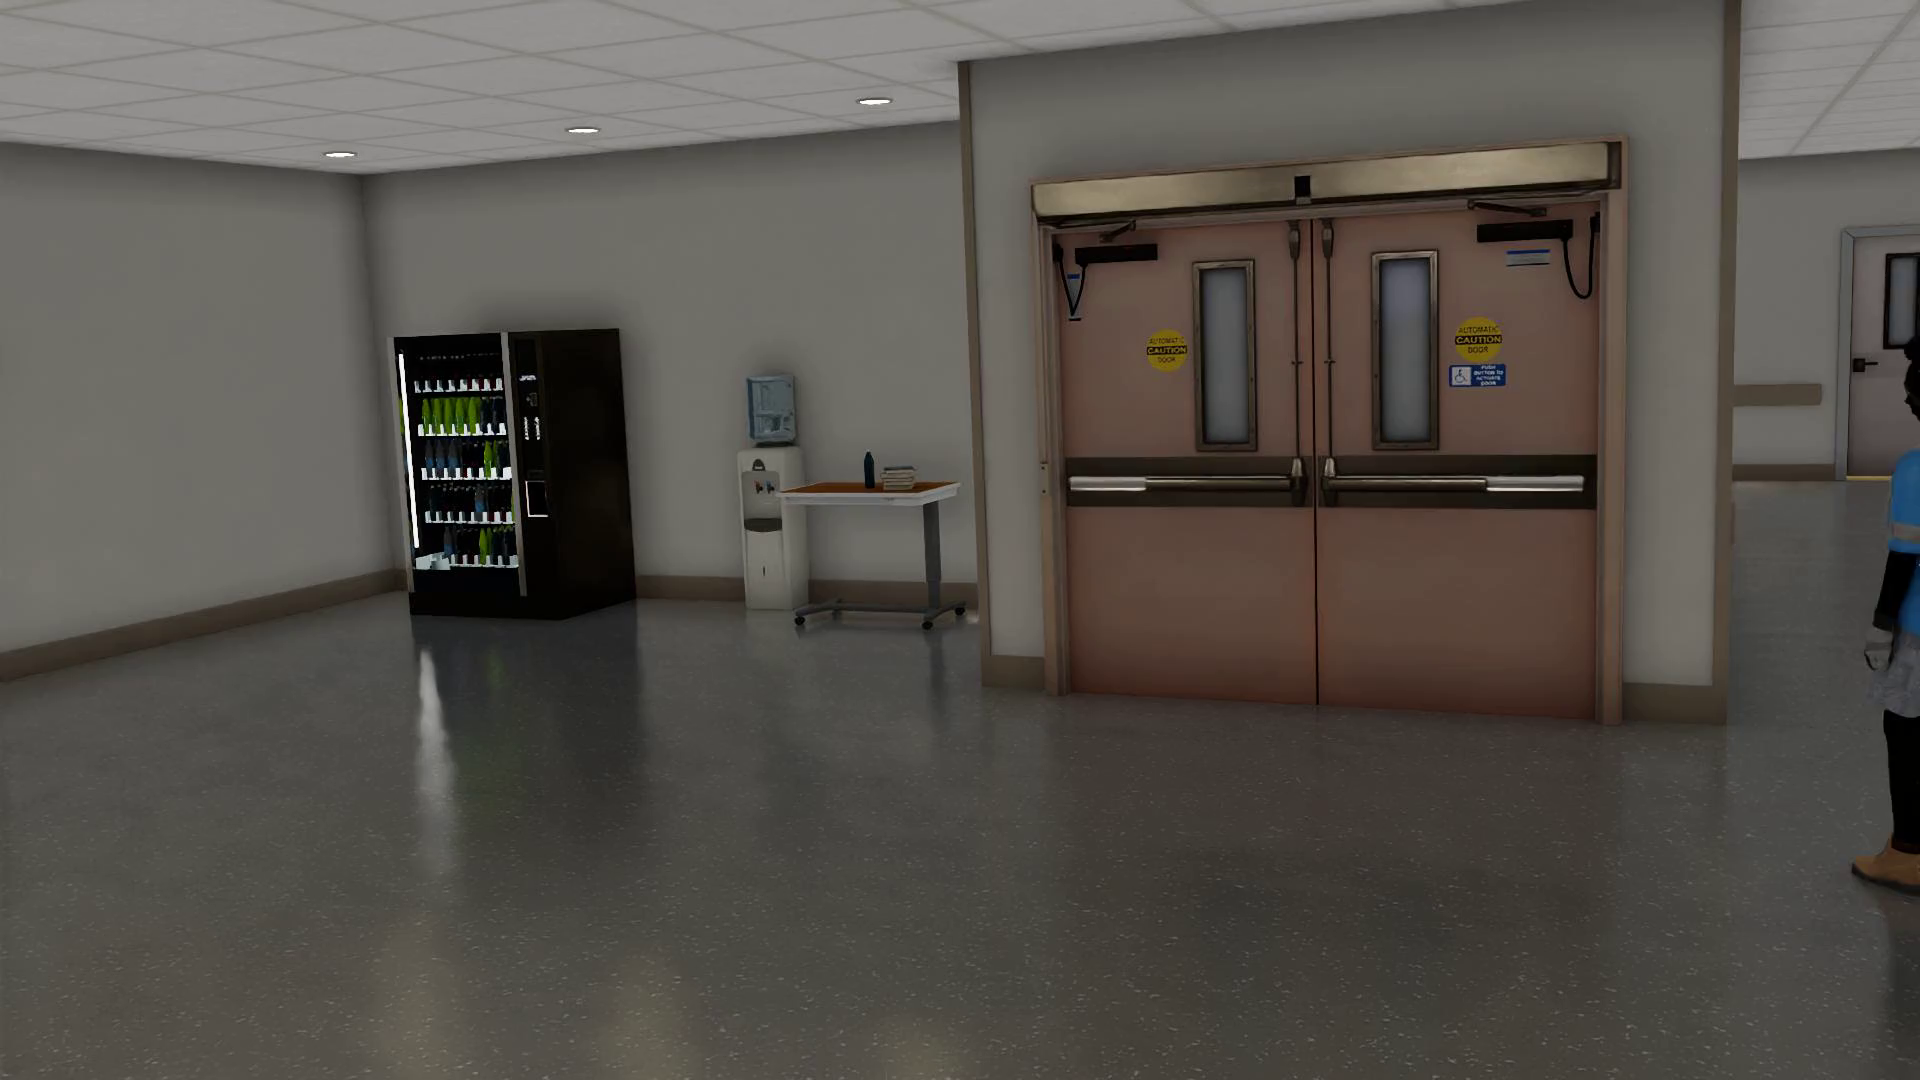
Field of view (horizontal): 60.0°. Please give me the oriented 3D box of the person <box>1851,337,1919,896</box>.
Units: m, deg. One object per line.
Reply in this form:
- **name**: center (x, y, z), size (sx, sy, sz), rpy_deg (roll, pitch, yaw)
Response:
- **person**: center (2.839, 0.216, 4.809), size (0.557, 1.673, 0.422), rpy_deg (-6, 8, -25)
